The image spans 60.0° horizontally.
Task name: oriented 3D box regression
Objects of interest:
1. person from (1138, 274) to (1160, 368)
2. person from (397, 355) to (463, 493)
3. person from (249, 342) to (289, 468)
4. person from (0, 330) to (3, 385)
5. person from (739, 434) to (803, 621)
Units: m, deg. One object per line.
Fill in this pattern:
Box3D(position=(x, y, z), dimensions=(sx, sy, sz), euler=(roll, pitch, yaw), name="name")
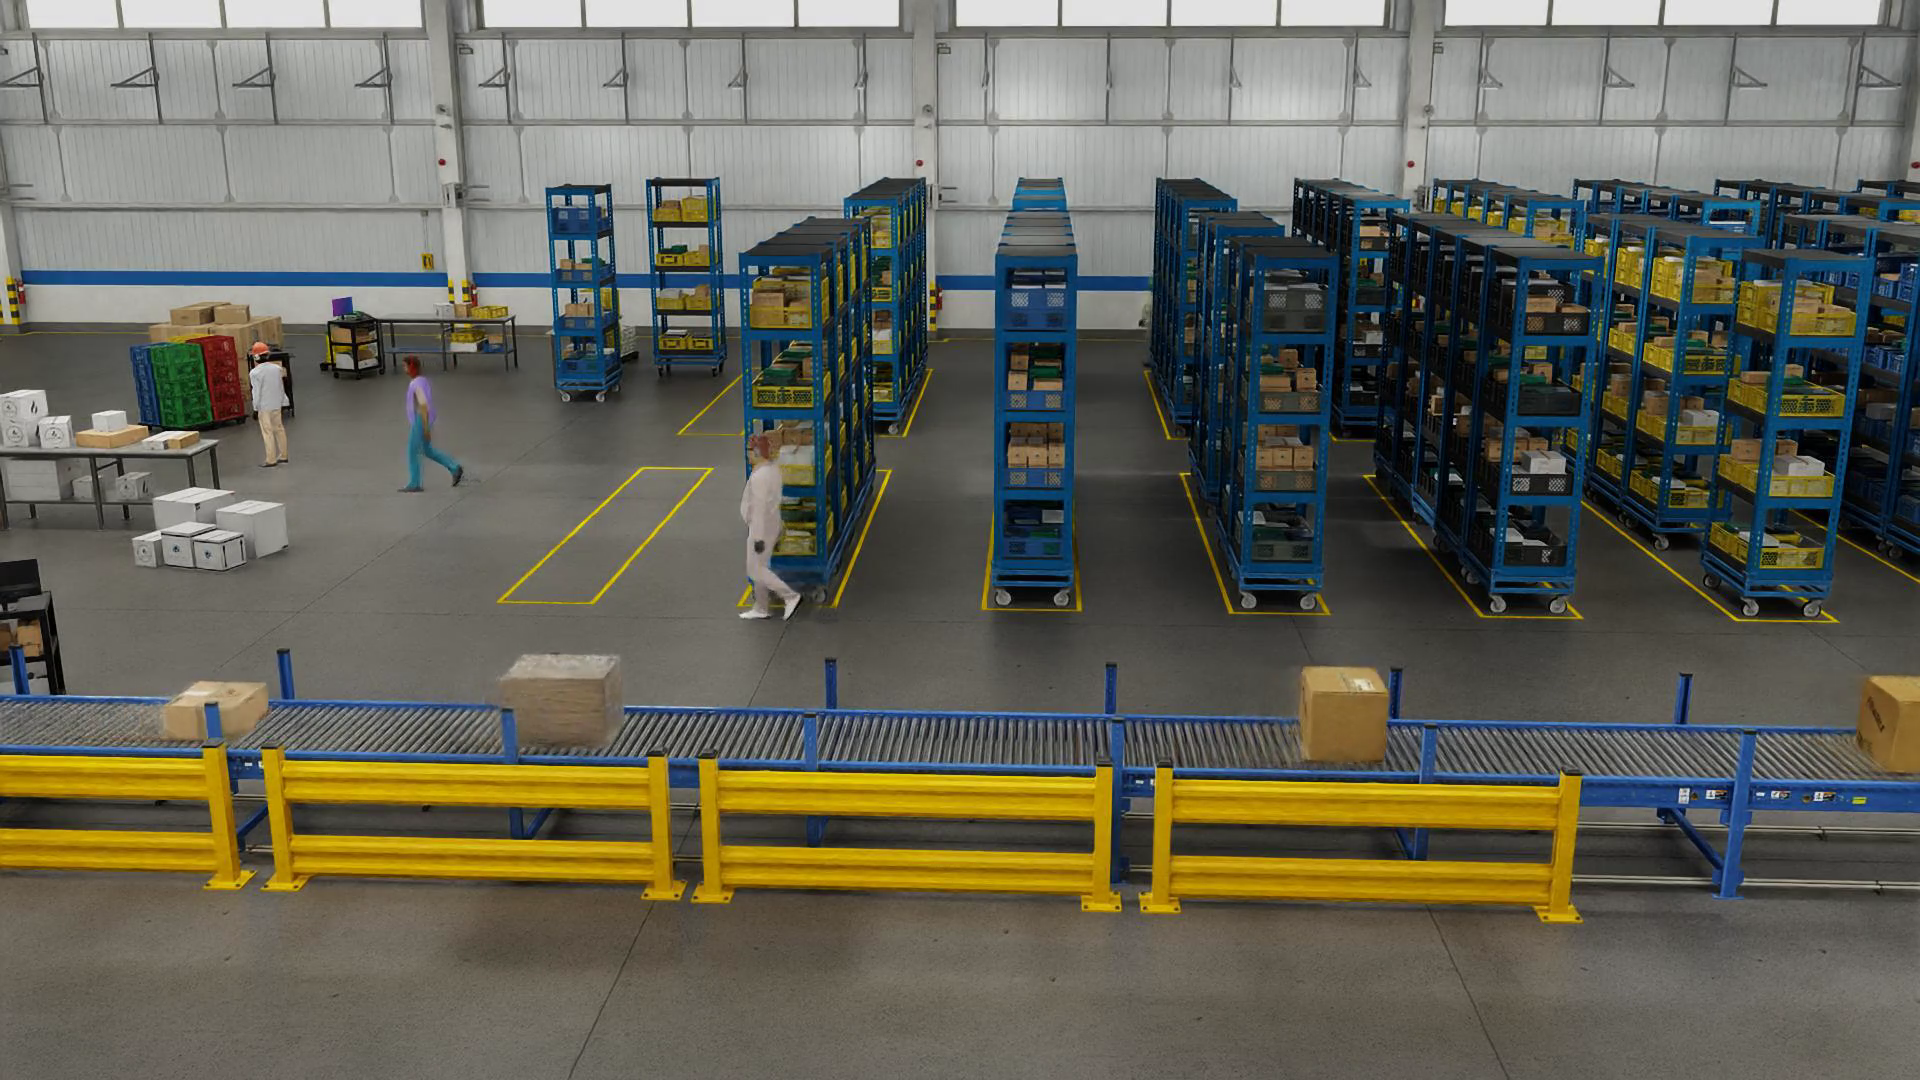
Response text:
Box3D(position=(3.622, -4.167, 31.611), dimensions=(0.503, 1.799, 0.630), euler=(-4, 16, -15), name="person")
Box3D(position=(-6.999, -1.531, 21.781), dimensions=(0.778, 1.820, 0.579), euler=(-4, 16, -14), name="person")
Box3D(position=(-9.681, -1.885, 23.212), dimensions=(0.343, 1.749, 0.573), euler=(5, 16, 19), name="person")
Box3D(position=(-17.371, -3.615, 29.683), dimensions=(0.392, 1.731, 0.487), euler=(9, 17, 29), name="person")
Box3D(position=(-1.880, -0.101, 16.345), dimensions=(0.602, 1.889, 0.654), euler=(2, 15, 6), name="person")
